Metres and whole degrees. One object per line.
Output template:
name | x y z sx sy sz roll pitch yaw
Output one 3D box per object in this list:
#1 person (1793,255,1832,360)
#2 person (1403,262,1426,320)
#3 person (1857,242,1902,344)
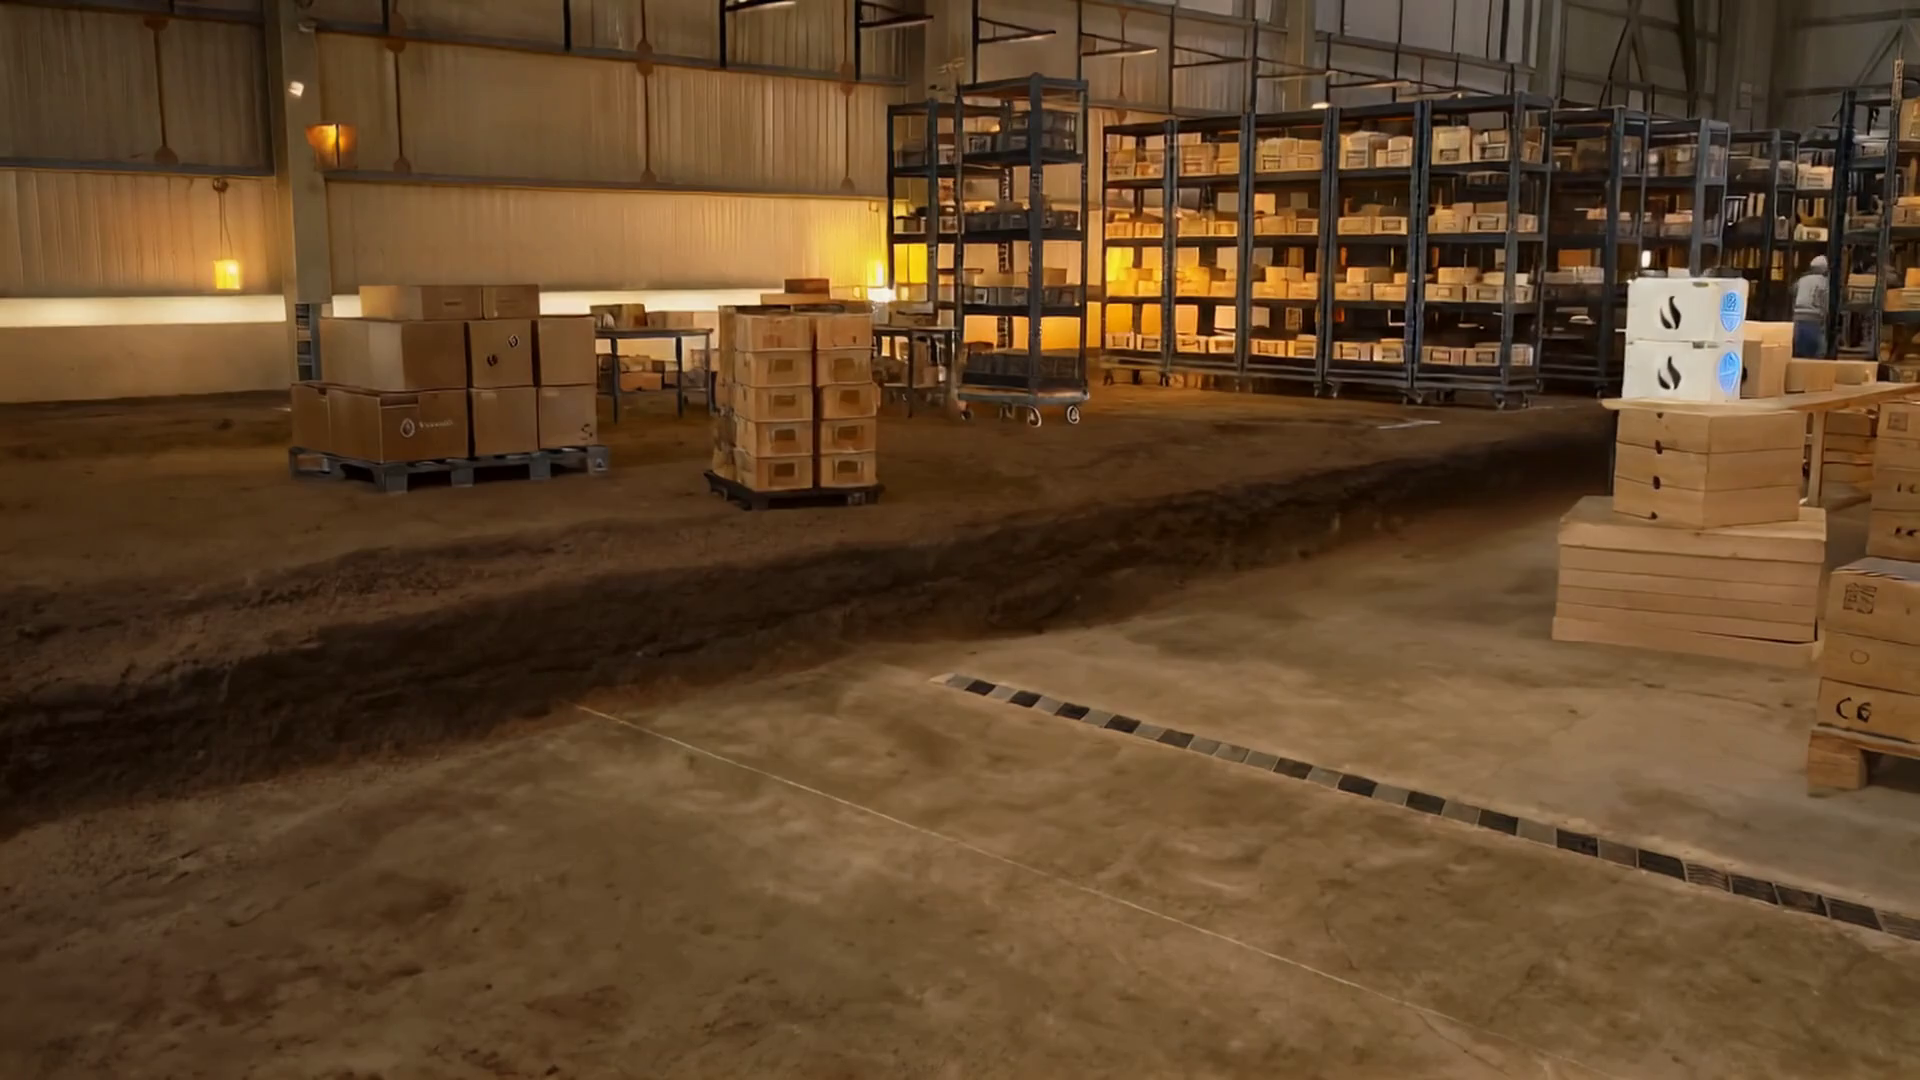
person | 11.965 -3.076 23.327 0.586 1.811 0.614 -6 11 -32
person | 8.855 -4.618 32.510 0.561 1.838 0.386 1 9 3
person | 11.722 -2.805 21.222 0.623 1.962 0.569 7 12 35
